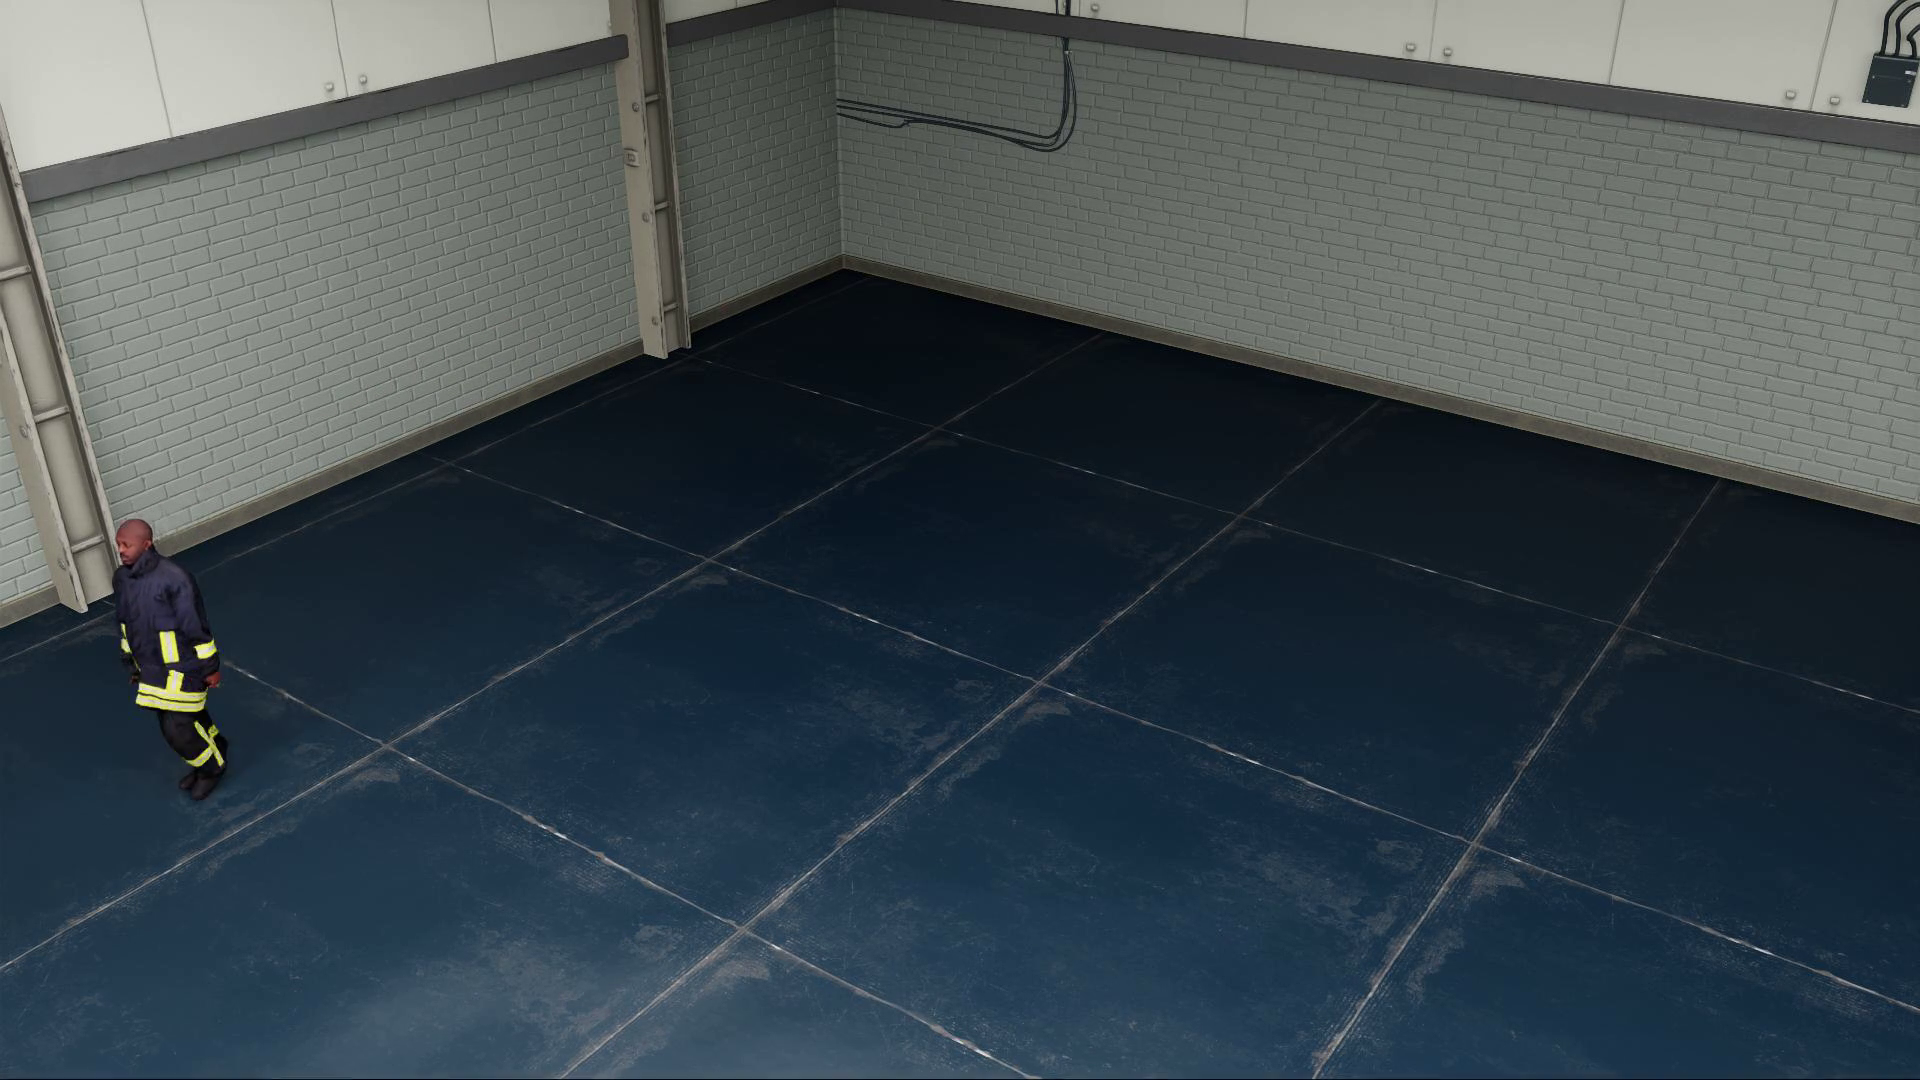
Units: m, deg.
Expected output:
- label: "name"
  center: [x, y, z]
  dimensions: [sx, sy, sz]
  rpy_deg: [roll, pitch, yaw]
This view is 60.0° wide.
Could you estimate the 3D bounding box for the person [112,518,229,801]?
- label: "person"
  center: [-4.607, 0.650, 9.854]
  dimensions: [0.826, 1.811, 0.844]
  rpy_deg: [12, 30, 22]
